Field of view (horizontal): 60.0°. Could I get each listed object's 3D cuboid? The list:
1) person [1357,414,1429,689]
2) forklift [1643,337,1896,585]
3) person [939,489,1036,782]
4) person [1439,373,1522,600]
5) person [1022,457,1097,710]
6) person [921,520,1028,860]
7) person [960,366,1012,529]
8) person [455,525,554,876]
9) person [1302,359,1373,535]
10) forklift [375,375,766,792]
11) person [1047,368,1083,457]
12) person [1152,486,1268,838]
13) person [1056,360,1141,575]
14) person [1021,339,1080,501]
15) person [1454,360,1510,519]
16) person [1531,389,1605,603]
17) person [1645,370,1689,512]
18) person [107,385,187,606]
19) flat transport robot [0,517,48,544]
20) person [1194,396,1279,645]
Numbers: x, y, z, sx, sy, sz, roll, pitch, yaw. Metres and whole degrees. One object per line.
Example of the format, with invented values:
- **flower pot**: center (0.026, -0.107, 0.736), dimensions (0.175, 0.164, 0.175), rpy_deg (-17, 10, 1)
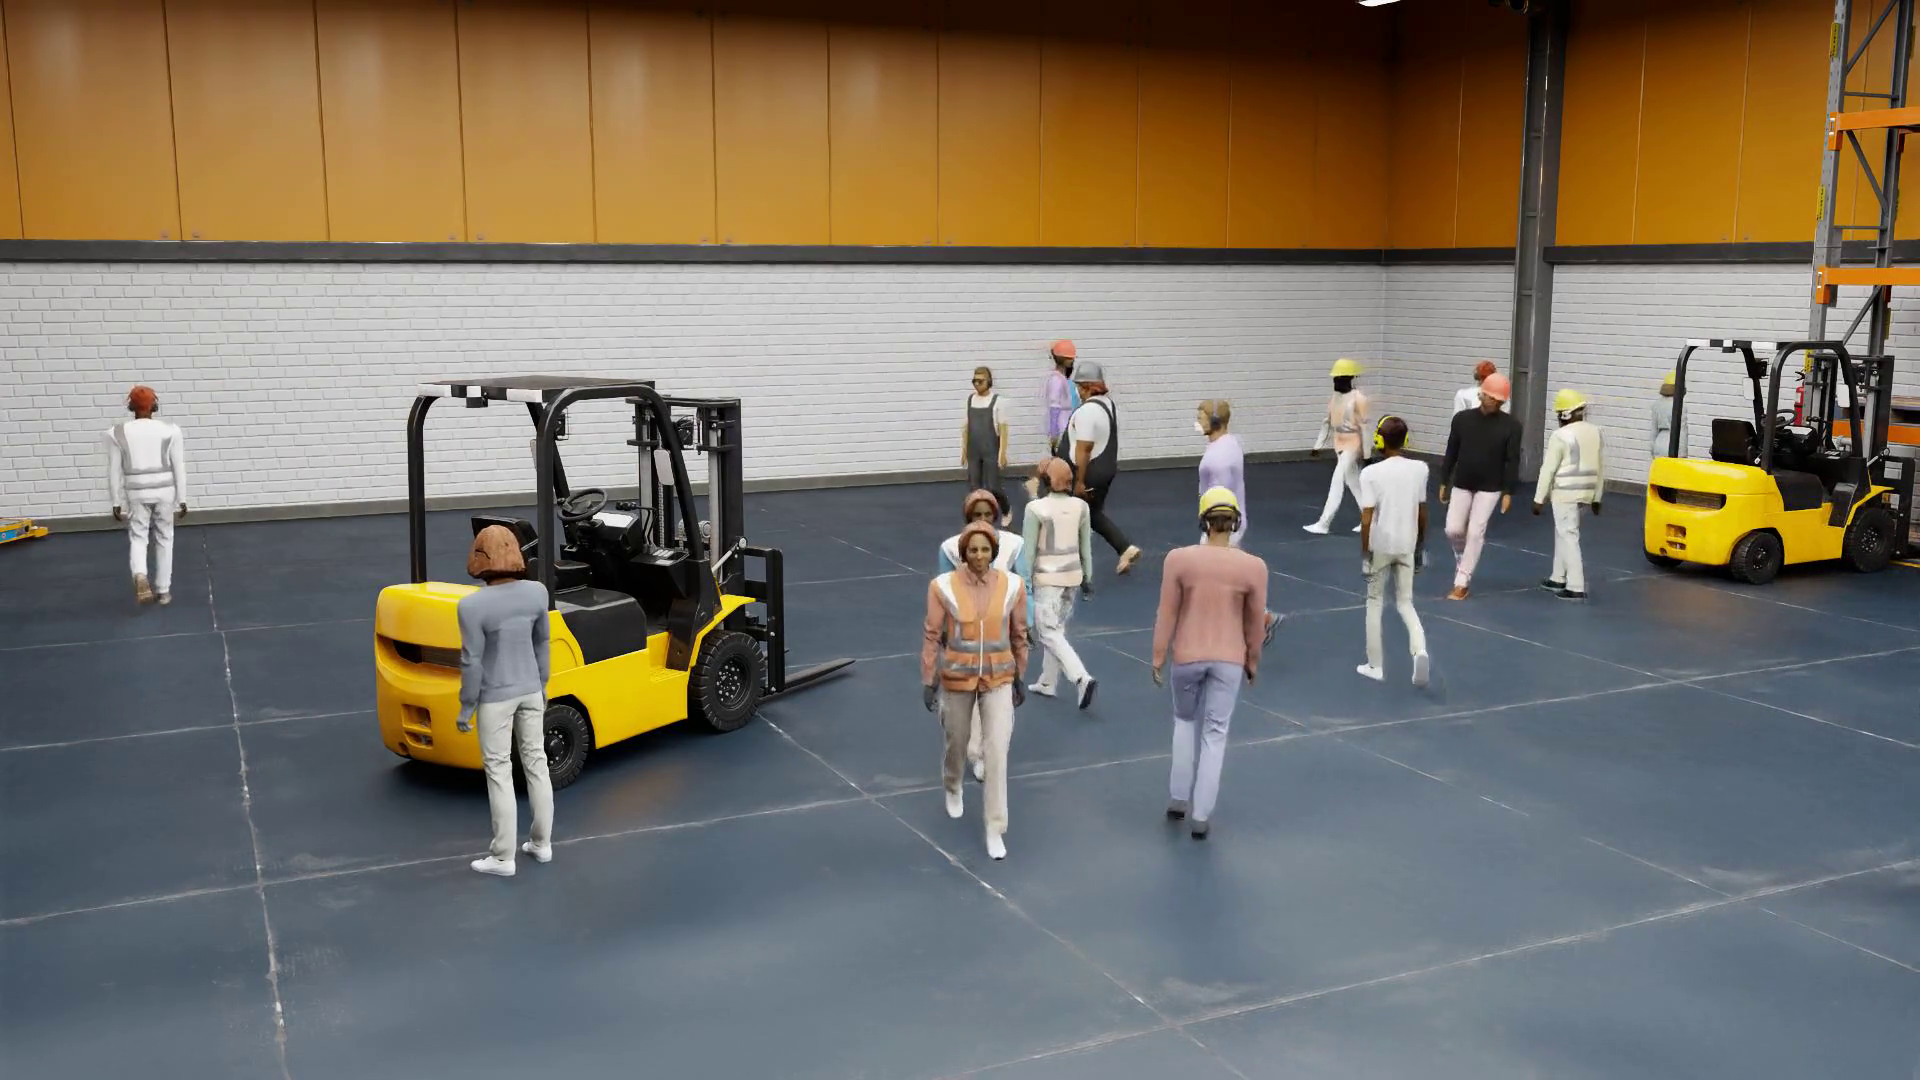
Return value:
- **person**: center (2.933, 0.080, 11.190), dimensions (0.521, 1.848, 0.722), rpy_deg (-1, 9, -8)
- **forklift**: center (7.551, -0.789, 15.507), dimensions (2.313, 2.155, 1.214), rpy_deg (-4, 10, -25)
- **person**: center (0.130, 0.496, 9.402), dimensions (0.516, 1.594, 0.855), rpy_deg (-2, 9, -15)
- **person**: center (4.457, -0.465, 14.240), dimensions (0.668, 1.952, 0.588), rpy_deg (6, 11, 32)
- **person**: center (0.662, 0.276, 10.694), dimensions (0.515, 1.610, 0.740), rpy_deg (-7, 11, -37)
- **person**: center (0.070, 0.681, 8.214), dimensions (0.530, 1.605, 0.825), rpy_deg (-1, 9, -6)
- **person**: center (0.280, -0.935, 17.561), dimensions (0.515, 1.825, 0.653), rpy_deg (5, 10, 27)
- **person**: center (-2.113, 0.742, 7.740), dimensions (0.267, 1.631, 0.510), rpy_deg (7, 11, 37)
- **person**: center (4.111, -0.989, 17.737), dimensions (0.979, 1.880, 0.599), rpy_deg (-3, 10, -16)
- **forklift**: center (-2.268, 0.149, 9.685), dimensions (1.214, 2.155, 2.313), rpy_deg (6, 11, 32)
- **person**: center (1.379, -1.463, 21.266), dimensions (0.539, 1.678, 0.602), rpy_deg (-5, 11, -30)
- **person**: center (1.242, 0.600, 8.302), dimensions (0.549, 1.720, 0.546), rpy_deg (2, 9, 10)
- **person**: center (1.203, -0.616, 14.908), dimensions (0.694, 2.000, 0.685), rpy_deg (5, 10, 26)
- **person**: center (1.079, -1.312, 19.273), dimensions (0.608, 2.024, 0.621), rpy_deg (1, 9, 5)
- **person**: center (5.568, -0.993, 17.794), dimensions (0.576, 1.863, 0.769), rpy_deg (1, 9, 9)
- **person**: center (5.126, -0.389, 14.226), dimensions (0.607, 1.799, 0.733), rpy_deg (-6, 11, -32)
- **person**: center (7.705, -0.972, 18.038), dimensions (0.297, 1.743, 0.487), rpy_deg (-3, 10, -19)
- **person**: center (-6.737, -0.350, 13.813), dimensions (0.583, 1.864, 0.712), rpy_deg (-4, 10, -22)
- **flat transport robot**: center (-9.992, -0.046, 16.847), dimensions (0.652, 0.197, 1.431), rpy_deg (1, 9, 4)
- **person**: center (1.918, -0.050, 11.741), dimensions (0.570, 1.925, 0.643), rpy_deg (2, 9, 10)
